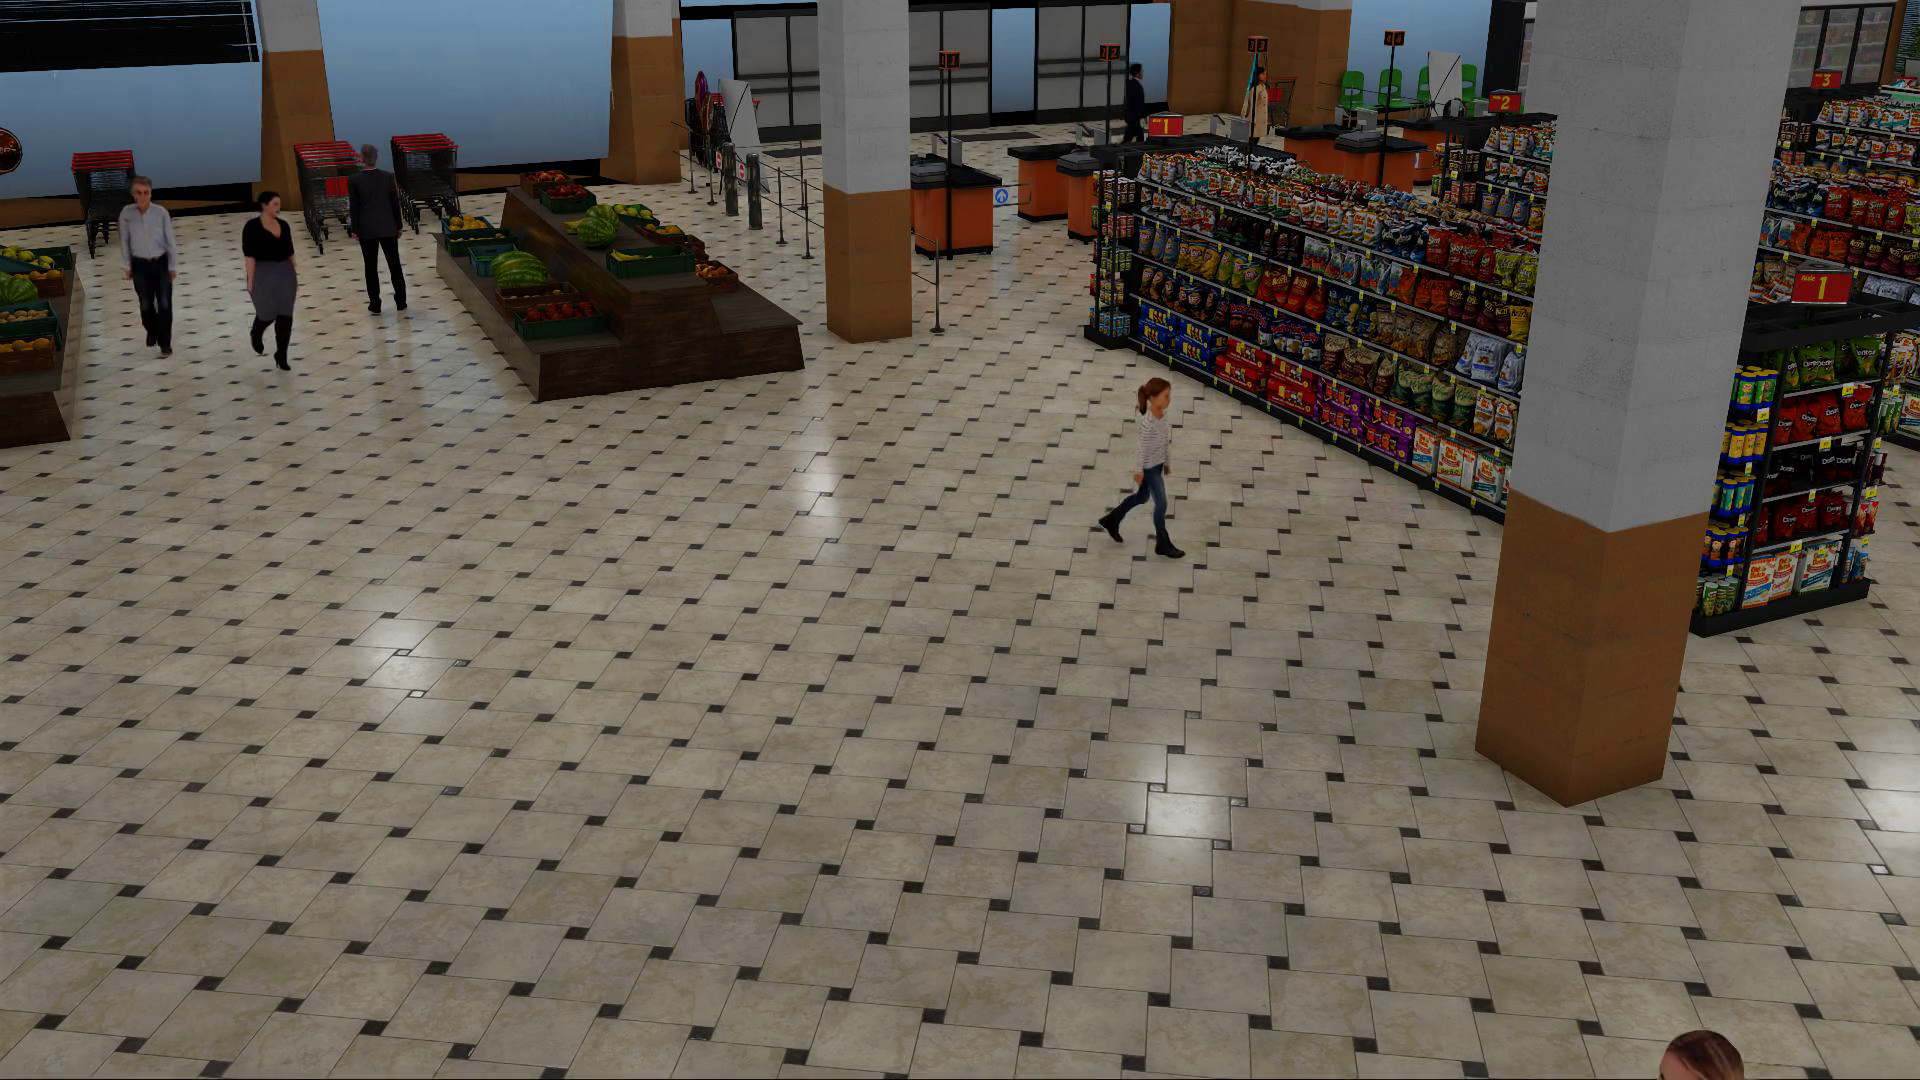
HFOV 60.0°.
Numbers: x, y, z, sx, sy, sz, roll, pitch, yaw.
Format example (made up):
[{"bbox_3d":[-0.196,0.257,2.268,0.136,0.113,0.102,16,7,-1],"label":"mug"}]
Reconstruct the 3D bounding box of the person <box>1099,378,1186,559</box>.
[{"bbox_3d":[1.289,-0.516,11.795,0.956,1.288,0.800,12,25,27],"label":"person"}]

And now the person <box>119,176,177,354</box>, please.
[{"bbox_3d":[-8.132,-2.782,16.750,0.667,1.798,0.760,-7,23,-16],"label":"person"}]

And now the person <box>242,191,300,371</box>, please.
[{"bbox_3d":[-6.736,-2.508,16.157,0.989,1.731,0.894,16,27,35],"label":"person"}]

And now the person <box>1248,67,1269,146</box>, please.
[{"bbox_3d":[4.776,-6.761,26.809,0.743,1.681,0.722,11,24,26],"label":"person"}]

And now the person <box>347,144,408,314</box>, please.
[{"bbox_3d":[-6.424,-3.442,18.330,0.709,1.843,0.590,-11,24,-25],"label":"person"}]
